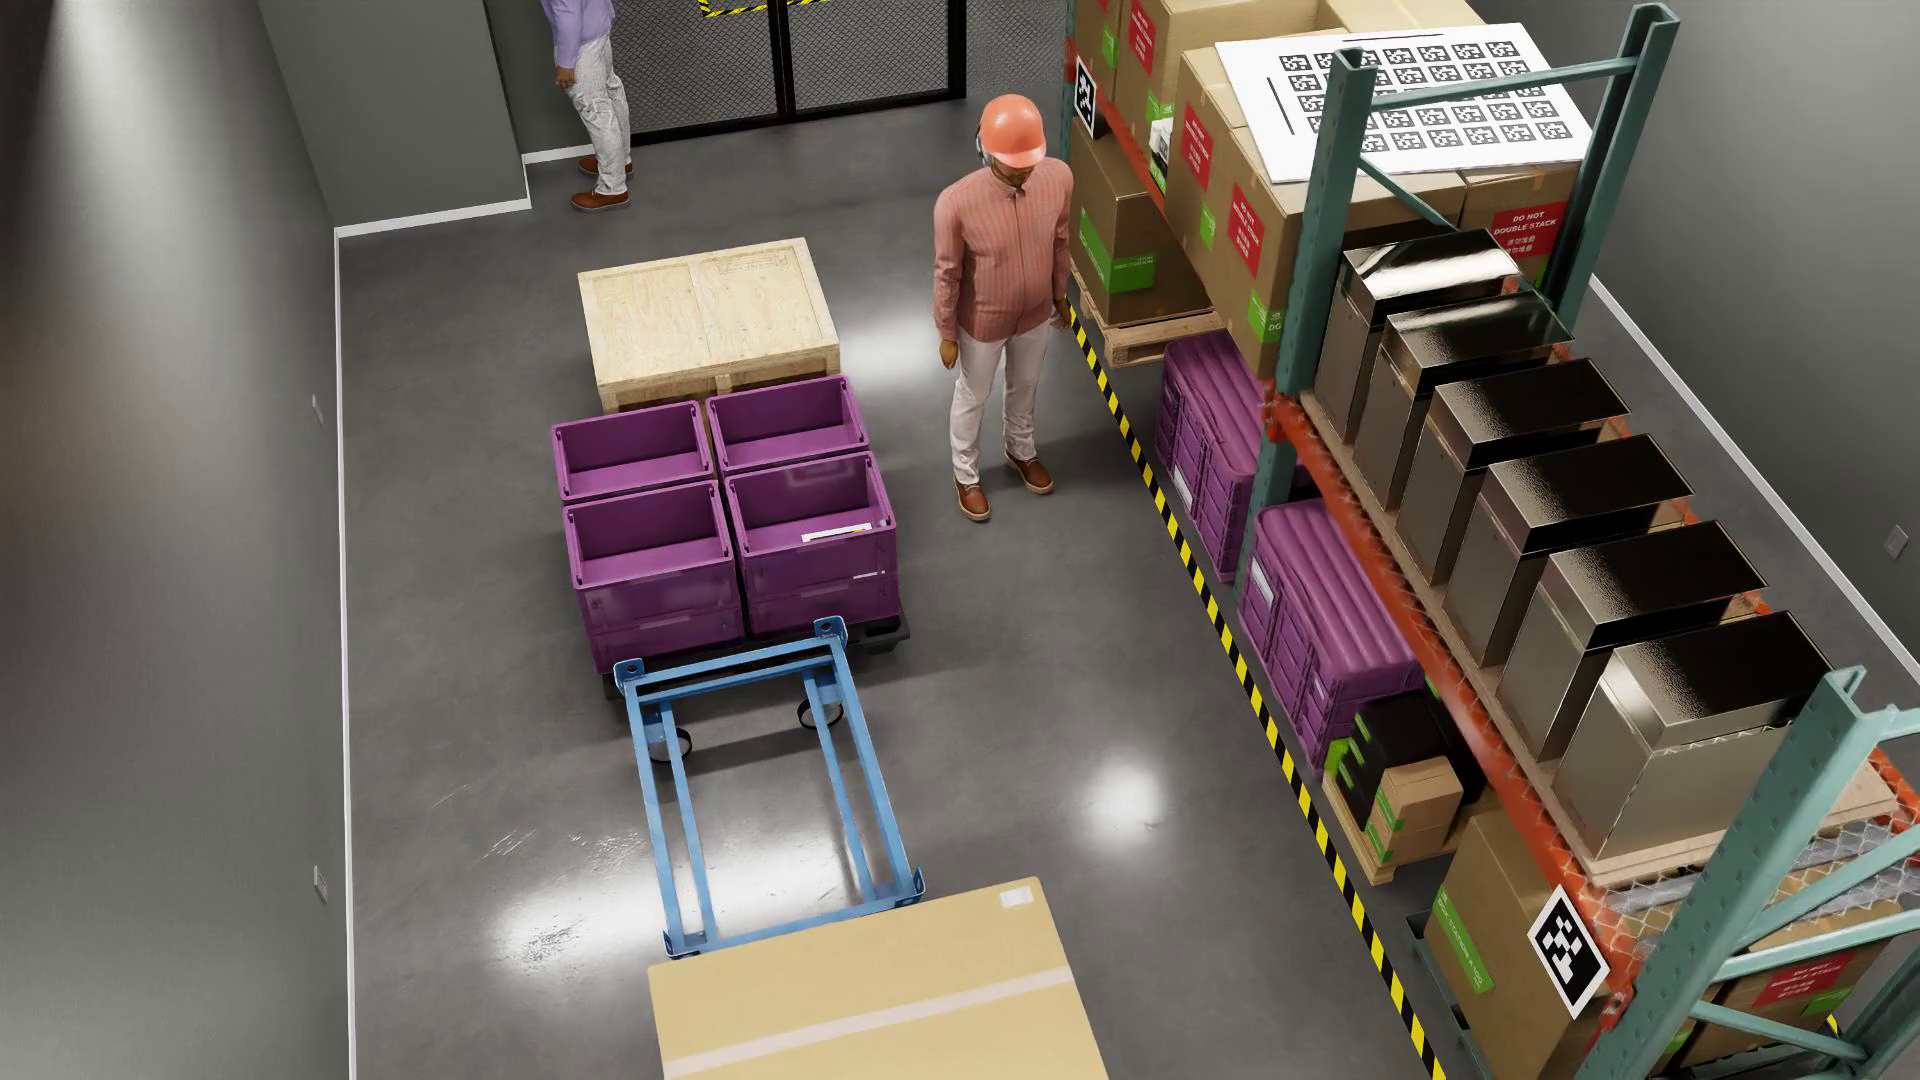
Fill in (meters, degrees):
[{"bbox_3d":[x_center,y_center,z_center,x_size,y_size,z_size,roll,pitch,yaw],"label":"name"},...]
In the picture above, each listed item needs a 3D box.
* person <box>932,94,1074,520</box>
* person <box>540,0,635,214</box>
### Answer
[{"bbox_3d":[0.185,-0.917,6.691,0.625,1.992,0.386,-23,51,-19],"label":"person"},{"bbox_3d":[-1.885,-2.510,8.191,0.372,1.940,0.627,1,47,1],"label":"person"}]
